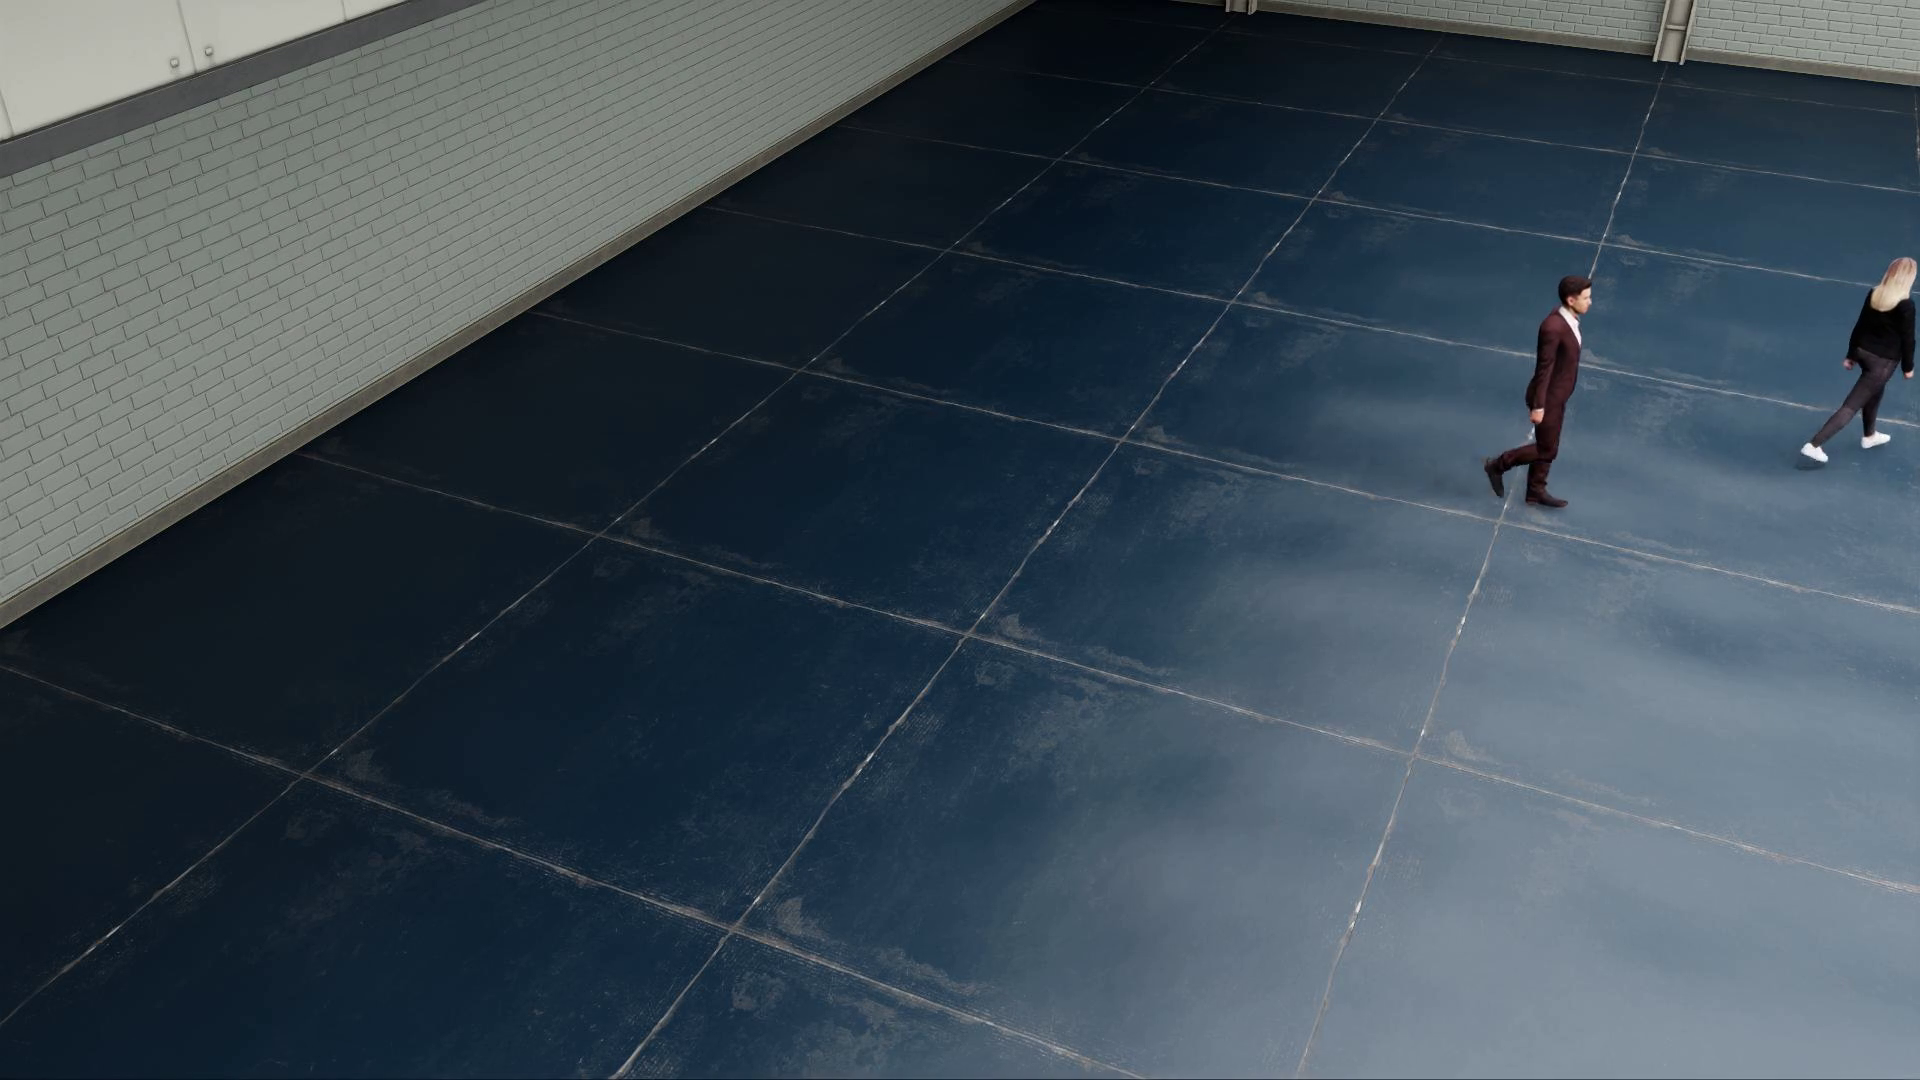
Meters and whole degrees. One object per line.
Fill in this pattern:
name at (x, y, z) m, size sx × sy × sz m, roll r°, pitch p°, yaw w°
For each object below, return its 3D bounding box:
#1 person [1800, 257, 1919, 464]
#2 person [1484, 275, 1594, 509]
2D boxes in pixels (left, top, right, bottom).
person at (6.955, -1.330, 12.781) m, size 1.211 × 1.646 × 1.089 m, roll -8°, pitch 33°, yaw -12°
person at (4.246, -1.079, 12.187) m, size 0.894 × 1.855 × 0.718 m, roll 16°, pitch 36°, yaw 24°
